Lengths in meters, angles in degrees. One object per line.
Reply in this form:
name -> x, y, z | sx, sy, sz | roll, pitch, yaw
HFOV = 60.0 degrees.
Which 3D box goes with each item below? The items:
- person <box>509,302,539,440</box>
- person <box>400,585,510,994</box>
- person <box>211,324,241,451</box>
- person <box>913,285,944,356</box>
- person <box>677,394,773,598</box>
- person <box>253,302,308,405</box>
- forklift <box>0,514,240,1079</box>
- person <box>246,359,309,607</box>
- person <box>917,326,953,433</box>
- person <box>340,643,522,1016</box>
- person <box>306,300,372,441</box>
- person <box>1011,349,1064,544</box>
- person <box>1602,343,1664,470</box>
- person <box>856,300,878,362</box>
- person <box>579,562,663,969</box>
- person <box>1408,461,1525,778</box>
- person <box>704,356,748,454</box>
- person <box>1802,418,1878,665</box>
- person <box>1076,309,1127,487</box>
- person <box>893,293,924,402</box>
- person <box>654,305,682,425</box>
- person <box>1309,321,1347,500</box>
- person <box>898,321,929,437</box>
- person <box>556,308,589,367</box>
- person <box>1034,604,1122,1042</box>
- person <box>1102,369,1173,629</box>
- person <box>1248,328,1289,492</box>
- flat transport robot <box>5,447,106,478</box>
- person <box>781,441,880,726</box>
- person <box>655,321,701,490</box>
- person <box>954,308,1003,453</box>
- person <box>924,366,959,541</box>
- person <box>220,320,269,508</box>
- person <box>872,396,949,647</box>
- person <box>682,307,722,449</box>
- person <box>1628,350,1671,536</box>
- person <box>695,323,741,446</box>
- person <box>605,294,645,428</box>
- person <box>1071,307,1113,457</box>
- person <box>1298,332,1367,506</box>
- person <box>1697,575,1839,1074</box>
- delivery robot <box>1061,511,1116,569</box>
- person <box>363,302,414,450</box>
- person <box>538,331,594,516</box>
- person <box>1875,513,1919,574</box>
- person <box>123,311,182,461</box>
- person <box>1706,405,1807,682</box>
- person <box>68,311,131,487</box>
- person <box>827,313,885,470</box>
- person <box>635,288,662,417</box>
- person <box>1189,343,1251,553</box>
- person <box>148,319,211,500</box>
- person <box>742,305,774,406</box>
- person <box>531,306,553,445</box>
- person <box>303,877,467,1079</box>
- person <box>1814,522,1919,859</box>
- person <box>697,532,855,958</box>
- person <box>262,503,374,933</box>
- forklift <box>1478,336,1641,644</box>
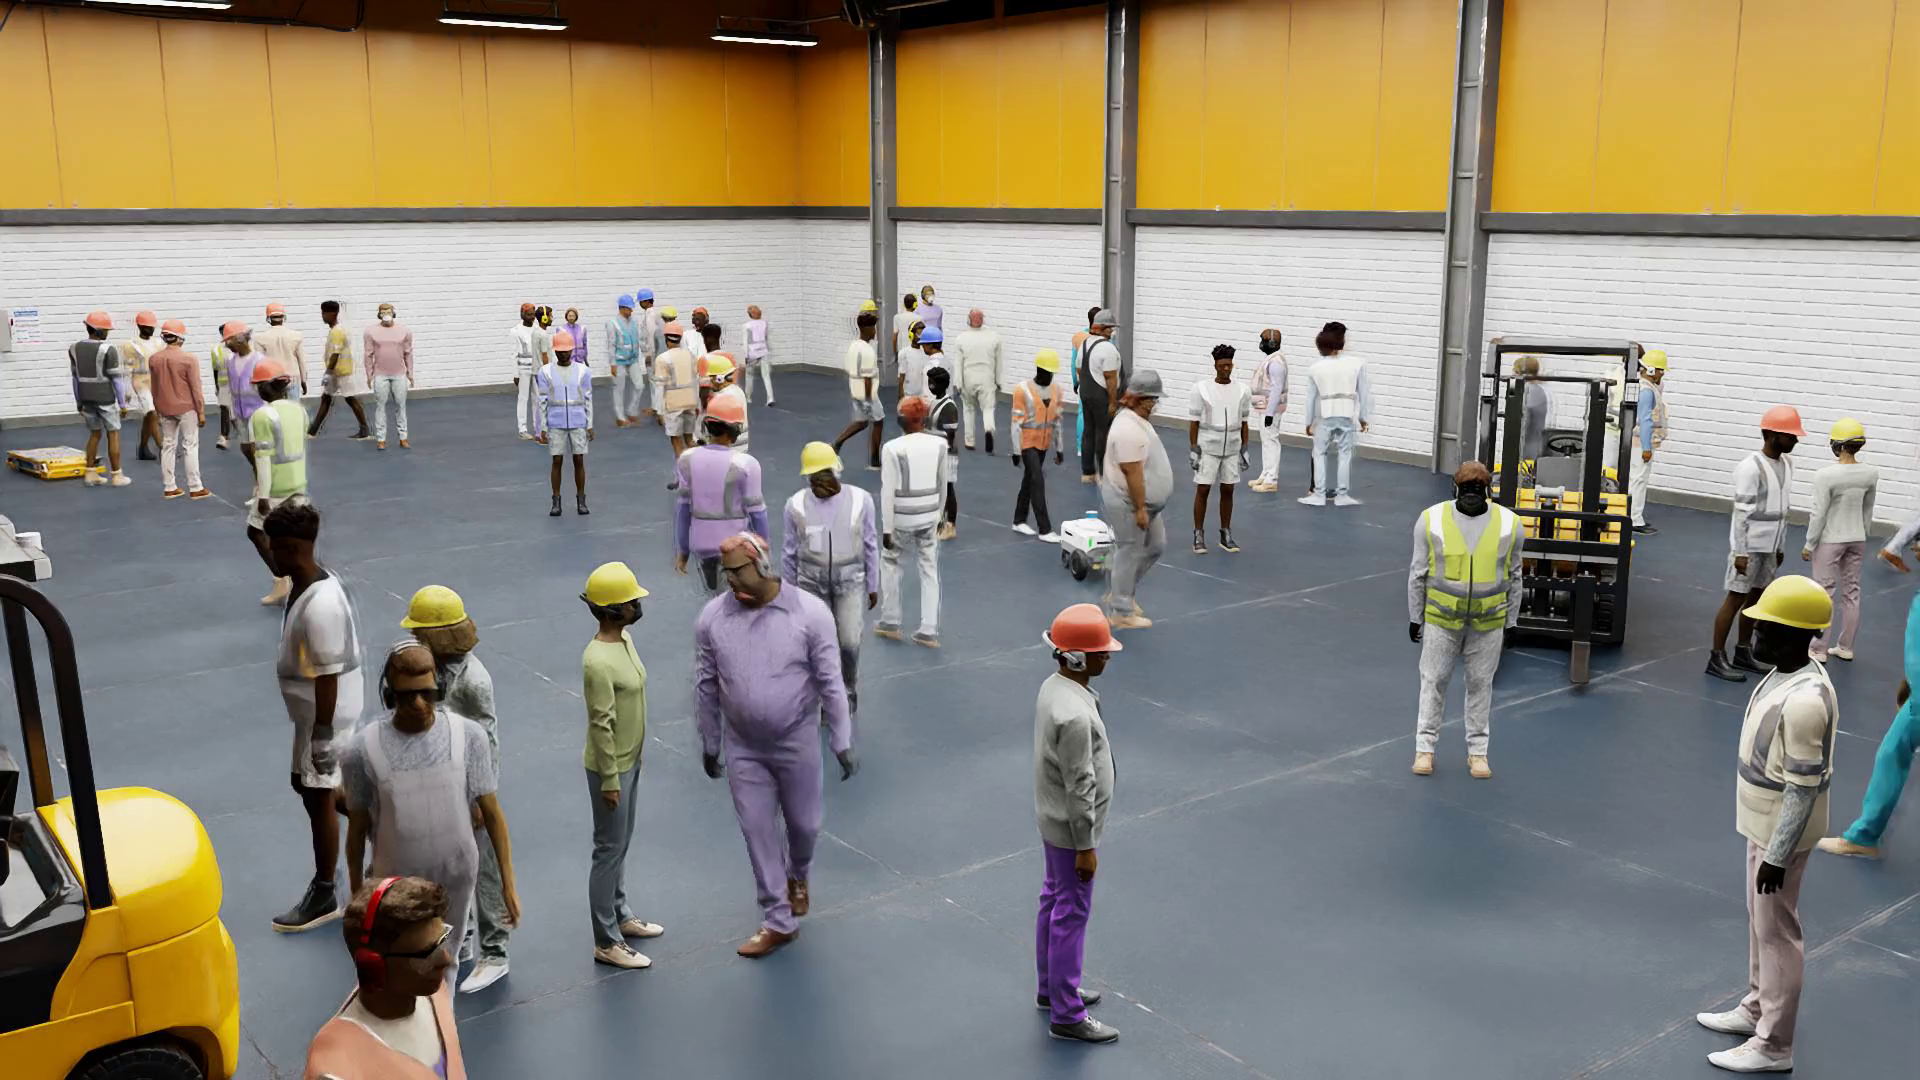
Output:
person -> -5.905, -2.313, 22.819 | 0.349, 1.879, 0.568 | 9, 15, 38
person -> -2.125, 1.034, 6.971 | 0.487, 1.741, 0.313 | 9, 15, 38
person -> -9.552, -2.002, 21.821 | 0.555, 1.647, 0.858 | -1, 12, -5
person -> -0.506, -3.024, 26.089 | 0.632, 1.940, 0.372 | -10, 15, -40
person -> -1.531, 0.023, 11.176 | 0.636, 2.015, 0.768 | 5, 13, 24
person -> -8.580, -2.006, 21.038 | 0.622, 1.992, 0.386 | -8, 14, -33
forklift -> -3.687, 1.115, 5.480 | 2.313, 2.155, 1.214 | -9, 15, -36
person -> -5.511, -0.442, 13.402 | 0.501, 2.026, 0.654 | 3, 12, 15
person -> -0.269, -1.328, 17.904 | 0.417, 1.936, 0.618 | 4, 12, 17
person -> -1.880, 1.228, 5.932 | 0.536, 1.783, 1.050 | -7, 14, -30
person -> -8.532, -2.275, 22.516 | 1.021, 1.910, 0.621 | -6, 13, -26
person -> 0.784, -0.920, 16.103 | 0.593, 1.870, 0.792 | -11, 16, -43
person -> 6.857, -1.110, 17.098 | 0.621, 1.838, 0.429 | 6, 13, 25
person -> -1.400, -2.798, 25.470 | 0.312, 1.744, 0.487 | -8, 14, -34
person -> -1.480, 0.965, 7.234 | 0.296, 1.772, 0.533 | 0, 12, 0
person -> 2.886, 0.455, 9.522 | 0.634, 1.841, 0.429 | 2, 12, 11
person -> -2.225, -0.844, 15.864 | 0.403, 1.818, 0.599 | 2, 12, 10
person -> 6.246, 0.011, 11.854 | 0.525, 1.769, 0.311 | -3, 12, -16
person -> 1.656, -1.646, 19.186 | 0.536, 2.000, 0.684 | -6, 13, -26
person -> -0.759, -2.791, 25.136 | 0.533, 1.868, 0.310 | 4, 12, 18
person -> -4.269, -2.520, 24.130 | 0.540, 1.749, 0.539 | 6, 13, 28
person -> 4.048, -1.429, 18.316 | 0.363, 1.964, 0.612 | 1, 12, 7
person -> -0.517, -1.657, 19.672 | 0.329, 1.864, 0.507 | 11, 16, 43
person -> -5.903, -2.721, 25.360 | 0.515, 1.636, 0.315 | -9, 15, -38
person -> 0.463, 1.105, 6.598 | 0.330, 1.751, 0.565 | -1, 12, -7
person -> 1.364, -0.319, 12.777 | 0.539, 2.000, 0.682 | 3, 12, 16
person -> 3.484, -1.468, 18.810 | 0.429, 1.844, 0.627 | 1, 12, 4
flat transport robot -> -10.963, -0.952, 20.128 | 1.431, 0.197, 0.652 | 11, 16, 42
person -> -0.814, 0.277, 10.449 | 0.619, 1.801, 0.449 | 0, 12, -2
person -> -3.201, -1.526, 18.905 | 0.429, 1.919, 0.608 | 11, 16, 42
person -> 0.242, -2.066, 21.605 | 0.648, 1.880, 0.781 | -1, 12, -4
person -> -0.187, -0.839, 16.132 | 0.319, 1.693, 0.532 | -5, 13, -21
person -> -7.650, -1.388, 18.053 | 0.673, 2.005, 0.755 | 5, 13, 22
person -> -0.403, -0.156, 12.418 | 0.600, 1.864, 0.746 | -7, 14, -31
person -> -3.381, -2.110, 21.837 | 0.577, 1.879, 0.352 | 3, 12, 15
person -> 6.768, -0.966, 16.430 | 0.403, 1.823, 0.587 | 3, 12, 14
person -> -2.734, -1.431, 18.446 | 0.900, 1.916, 0.668 | 10, 15, 40
person -> -4.766, -2.547, 23.801 | 0.584, 1.924, 0.654 | 9, 15, 38
person -> 1.698, -2.019, 21.281 | 0.600, 1.917, 0.376 | 8, 14, 34
person -> 4.020, -1.285, 17.849 | 0.696, 1.880, 0.366 | 1, 12, 5
person -> 3.089, 1.075, 6.314 | 0.357, 1.930, 0.585 | 4, 12, 18
delivery robot -> 1.160, -0.015, 14.688 | 0.477, 0.478, 0.707 | -4, 12, -17
person -> -7.510, -2.161, 21.920 | 0.627, 1.941, 0.371 | -5, 13, -24
person -> -4.095, -1.209, 17.329 | 0.552, 1.933, 0.372 | -3, 12, -15
person -> 8.577, -0.576, 14.402 | 0.945, 1.899, 0.639 | 2, 12, 10
person -> -10.042, -1.904, 20.769 | 0.926, 1.892, 0.561 | 4, 12, 19
person -> 5.502, 0.028, 11.409 | 0.557, 1.924, 0.429 | -7, 14, -31
person -> -9.835, -1.606, 19.035 | 0.624, 2.028, 0.406 | 3, 12, 12
person -> -1.207, -1.786, 20.116 | 0.751, 1.926, 0.616 | -6, 13, -27
person -> -4.683, -2.830, 25.151 | 0.401, 1.939, 0.604 | -1, 12, -7
person -> 2.423, -0.854, 15.540 | 0.600, 1.967, 0.368 | -2, 12, -10
person -> -8.594, -1.438, 18.327 | 0.610, 1.985, 0.410 | 2, 12, 11
person -> -3.217, -2.934, 26.481 | 0.514, 1.597, 0.861 | -6, 13, -27
person -> -5.589, -2.212, 22.366 | 0.321, 1.861, 0.514 | -6, 13, -25
person -> -1.287, 1.638, 3.811 | 0.397, 1.840, 0.577 | 0, 12, 1
person -> 4.848, 0.750, 8.190 | 0.920, 1.817, 0.523 | 5, 13, 24
person -> -0.818, 0.878, 7.445 | 0.730, 1.866, 0.678 | 1, 12, 6
person -> -2.920, 0.783, 7.678 | 0.597, 1.943, 0.668 | -6, 13, -28
forklift -> 4.683, -0.471, 13.136 | 1.214, 2.155, 2.313 | 4, 12, 20
